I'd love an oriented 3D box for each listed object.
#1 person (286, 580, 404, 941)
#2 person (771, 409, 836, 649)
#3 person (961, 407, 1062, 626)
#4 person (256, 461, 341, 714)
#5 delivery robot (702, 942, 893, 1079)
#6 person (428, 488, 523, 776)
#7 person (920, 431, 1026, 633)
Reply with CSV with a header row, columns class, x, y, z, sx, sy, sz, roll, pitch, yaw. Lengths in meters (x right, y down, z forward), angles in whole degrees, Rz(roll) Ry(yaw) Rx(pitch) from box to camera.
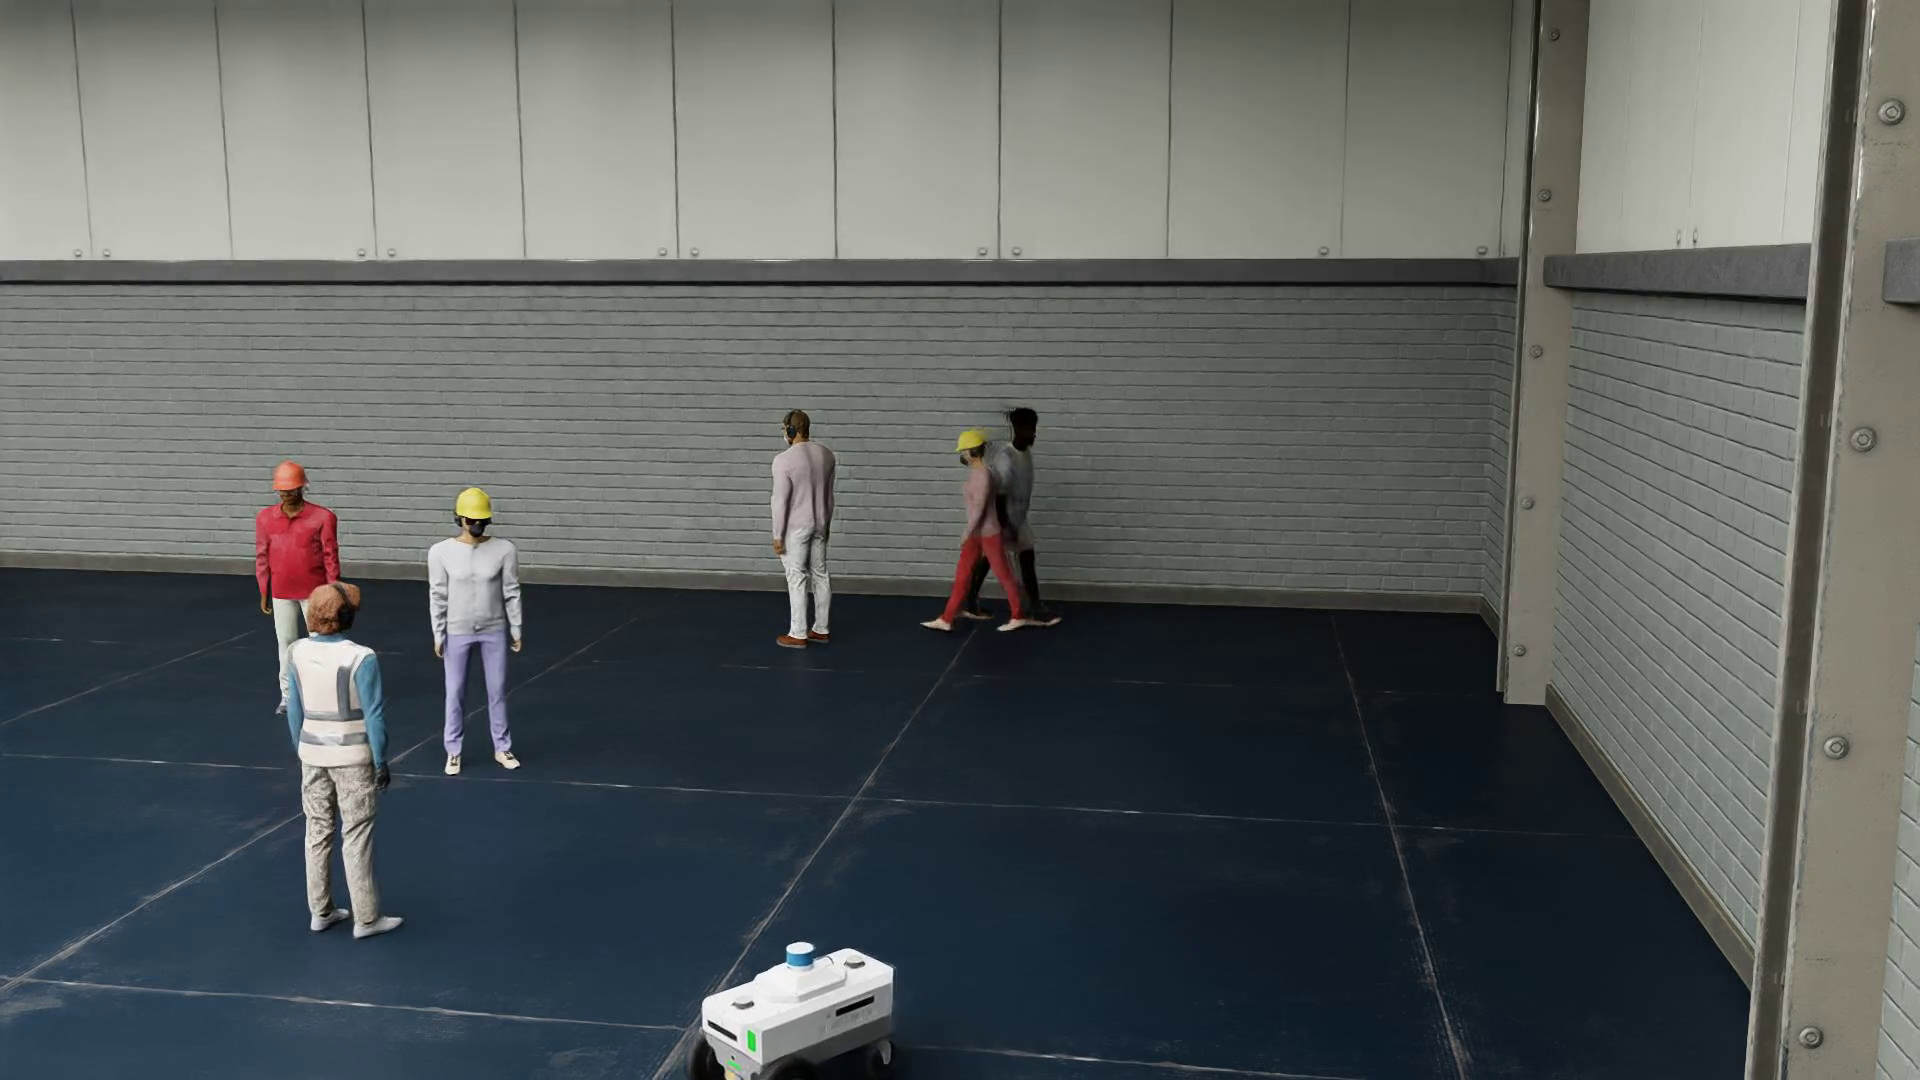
class,x,y,z,sx,sy,sz,roll,pitch,yaw
person,-2.816,1.001,7.561,0.522,1.638,0.310,3,10,20
person,-1.267,-0.085,13.384,0.376,1.930,0.632,8,12,41
person,0.416,-0.204,14.225,0.981,1.896,0.618,6,11,31
person,-4.527,0.327,11.385,0.566,1.745,0.348,0,9,-3
delivery robot,-0.584,1.728,6.123,0.707,0.478,0.477,-9,13,-42
person,-2.898,0.552,9.997,0.537,1.756,0.381,-4,10,-22
person,0.146,-0.056,13.860,0.925,1.701,0.516,-3,10,-17
